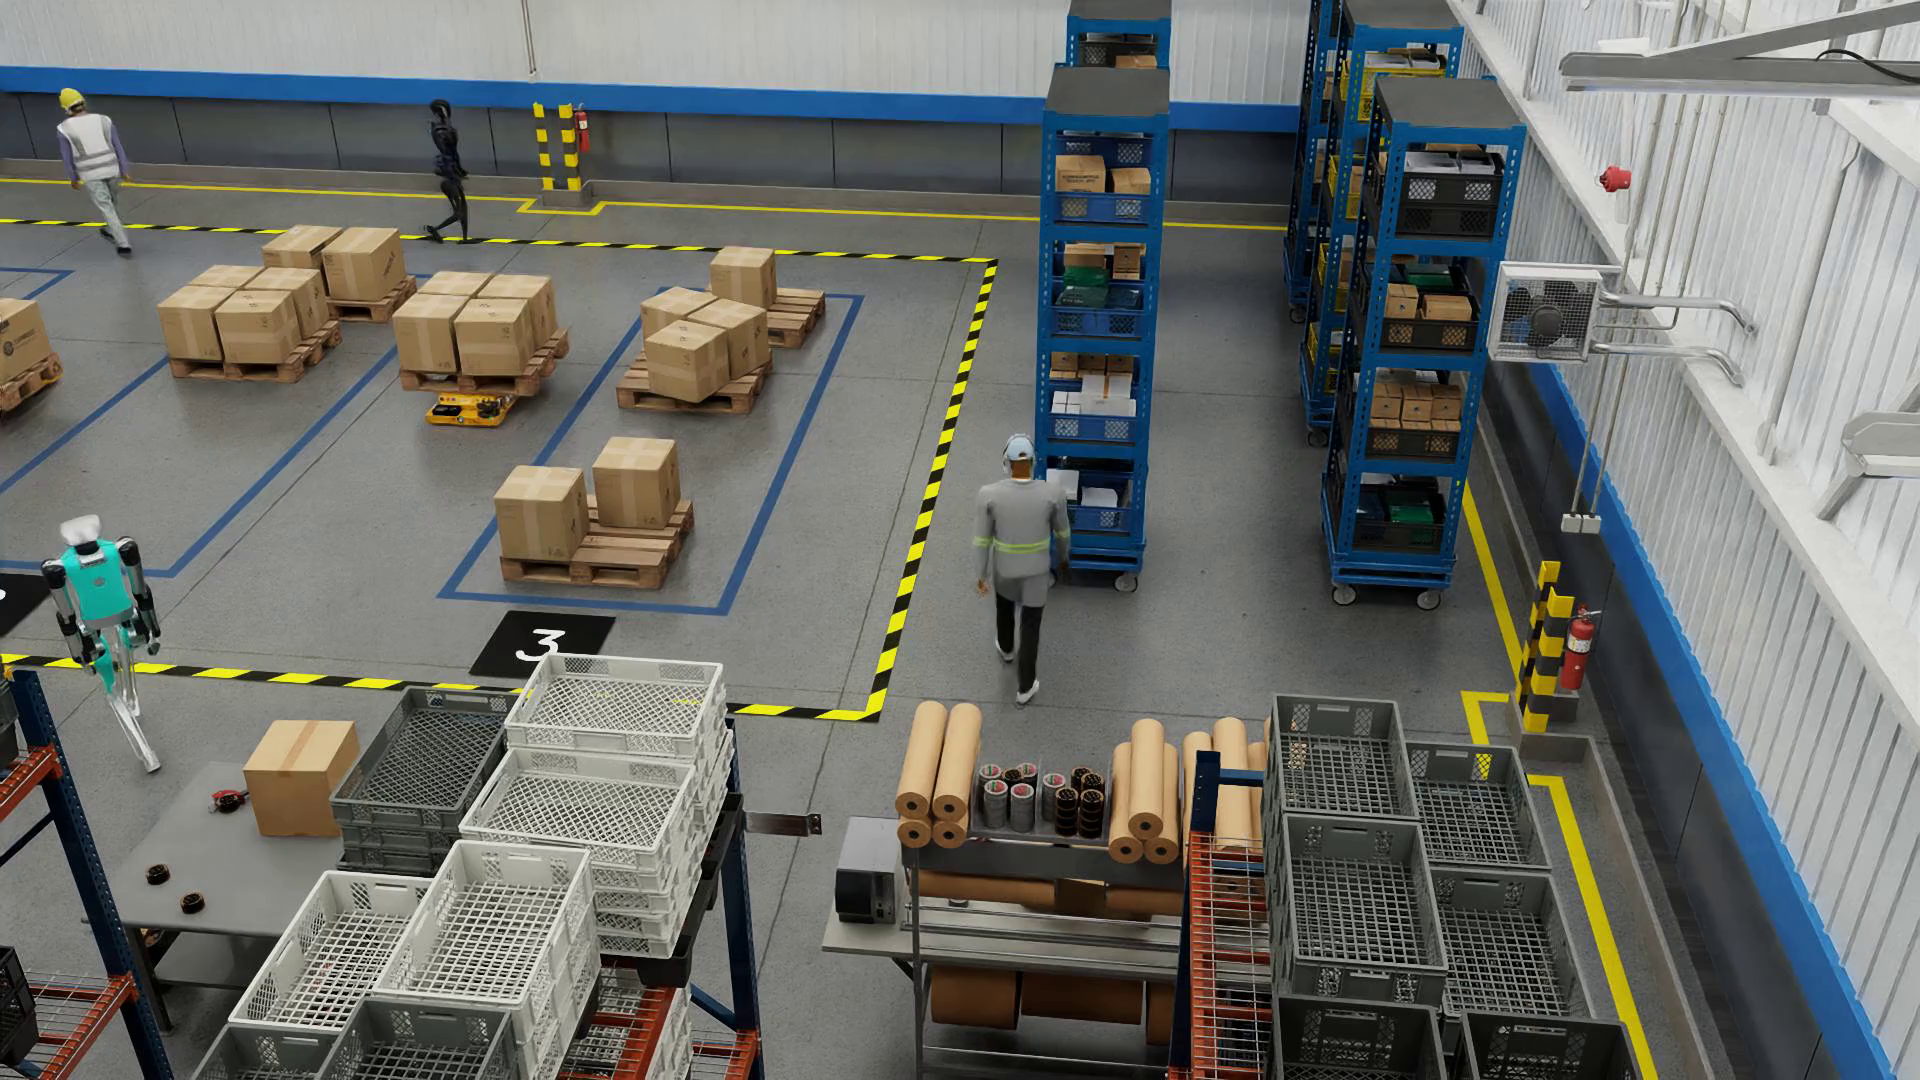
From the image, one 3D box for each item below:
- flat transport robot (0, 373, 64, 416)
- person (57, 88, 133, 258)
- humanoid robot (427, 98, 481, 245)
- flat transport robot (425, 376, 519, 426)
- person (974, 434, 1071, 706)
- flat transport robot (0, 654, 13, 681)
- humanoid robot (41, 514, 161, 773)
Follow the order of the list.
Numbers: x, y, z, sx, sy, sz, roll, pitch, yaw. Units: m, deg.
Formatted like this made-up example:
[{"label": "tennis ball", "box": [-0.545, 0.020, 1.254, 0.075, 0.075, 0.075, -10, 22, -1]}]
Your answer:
[{"label": "flat transport robot", "box": [-8.746, -1.287, 14.857, 0.652, 0.197, 1.431, 3, 30, 6]}, {"label": "person", "box": [-9.360, -3.989, 18.017, 0.892, 1.782, 0.596, 22, 37, 33]}, {"label": "humanoid robot", "box": [-5.620, -4.019, 18.184, 0.476, 1.646, 0.603, -2, 30, -4]}, {"label": "flat transport robot", "box": [-4.284, -1.442, 15.122, 0.652, 0.197, 1.431, 3, 30, 6]}, {"label": "person", "box": [0.410, 0.135, 10.903, 0.620, 1.802, 0.874, 1, 30, 2]}, {"label": "flat transport robot", "box": [-7.142, 0.969, 11.010, 1.431, 0.231, 0.659, 3, 30, 6]}, {"label": "humanoid robot", "box": [-5.312, 0.541, 10.351, 0.534, 1.769, 1.045, -21, 36, -31]}]
